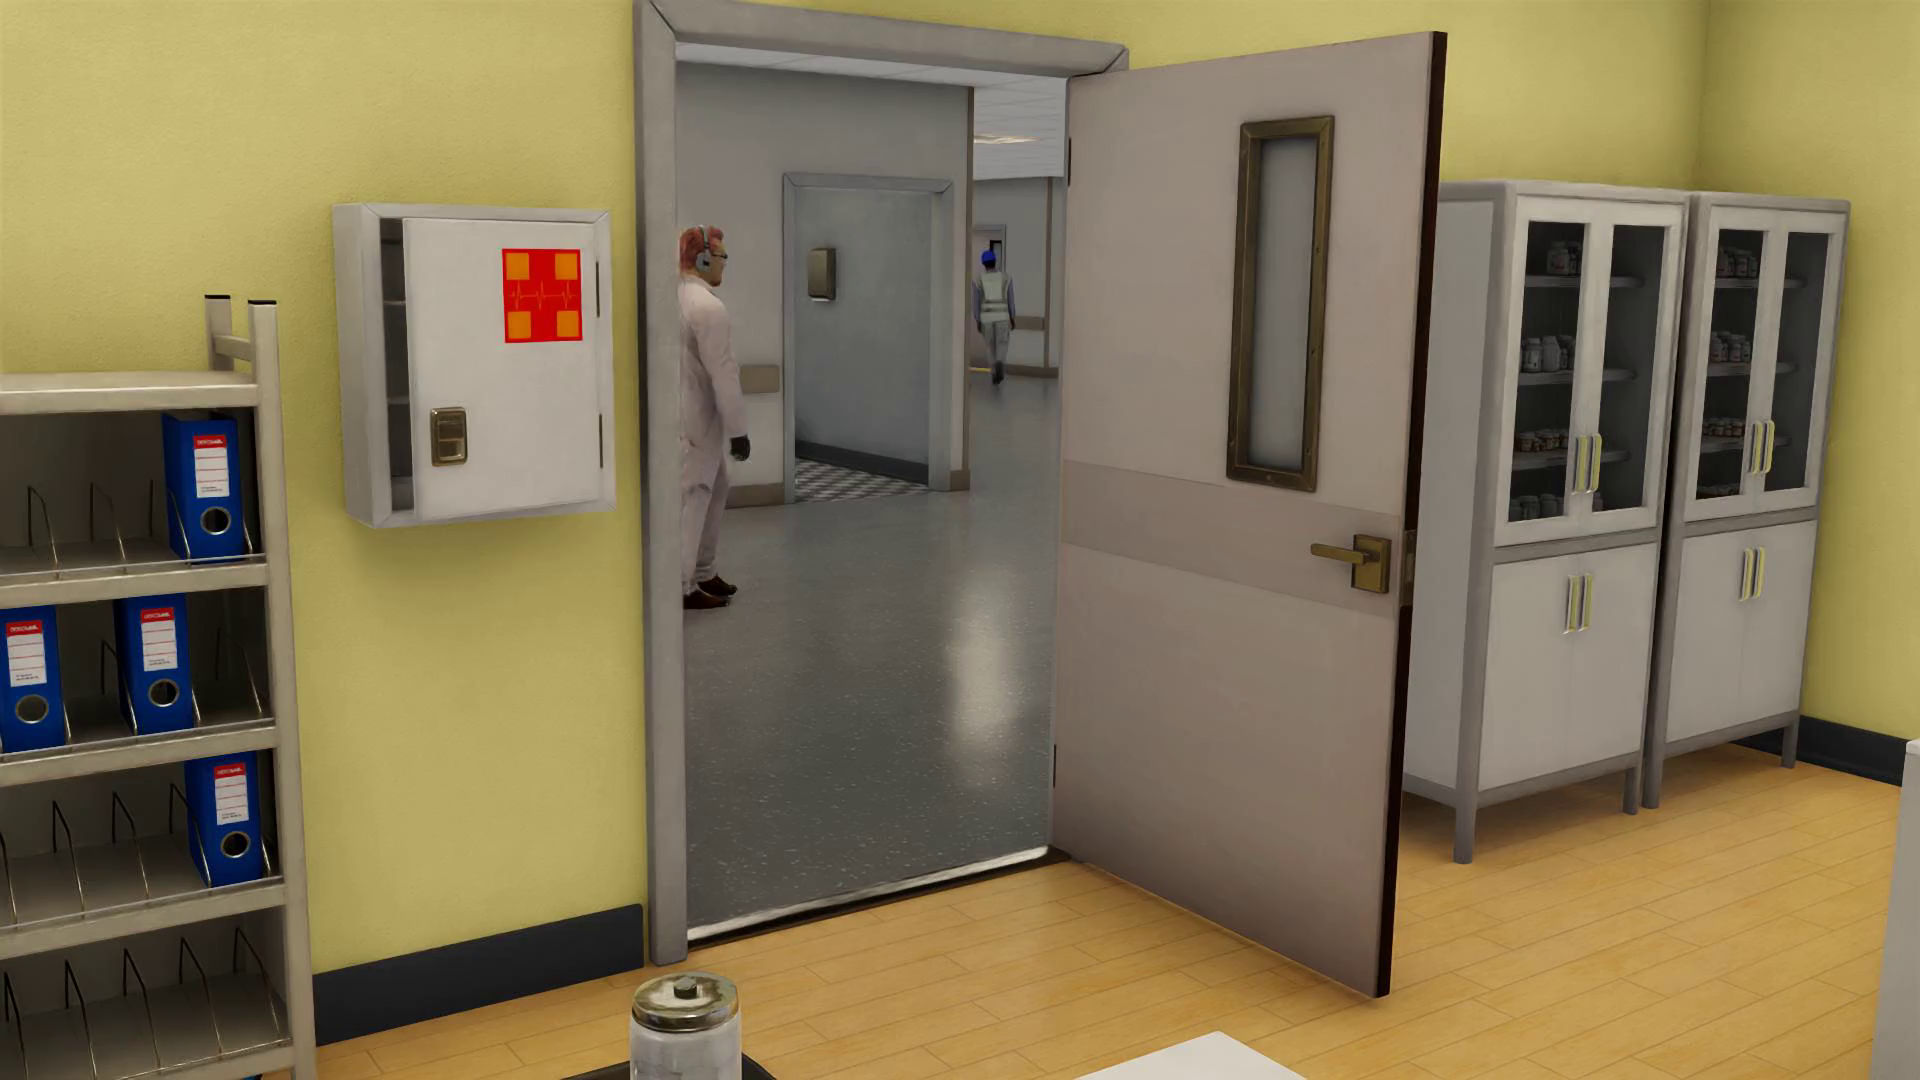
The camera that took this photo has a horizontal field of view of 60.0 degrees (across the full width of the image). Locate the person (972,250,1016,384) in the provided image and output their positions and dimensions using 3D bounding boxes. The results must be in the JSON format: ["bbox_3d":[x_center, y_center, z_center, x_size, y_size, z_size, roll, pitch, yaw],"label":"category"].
[{"bbox_3d":[0.477,-3.160,23.648,0.630,1.916,0.663,1,10,3],"label":"person"}]

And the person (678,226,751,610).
[{"bbox_3d":[-1.218,-0.590,8.230,0.619,1.887,0.686,-5,11,-31],"label":"person"}]
